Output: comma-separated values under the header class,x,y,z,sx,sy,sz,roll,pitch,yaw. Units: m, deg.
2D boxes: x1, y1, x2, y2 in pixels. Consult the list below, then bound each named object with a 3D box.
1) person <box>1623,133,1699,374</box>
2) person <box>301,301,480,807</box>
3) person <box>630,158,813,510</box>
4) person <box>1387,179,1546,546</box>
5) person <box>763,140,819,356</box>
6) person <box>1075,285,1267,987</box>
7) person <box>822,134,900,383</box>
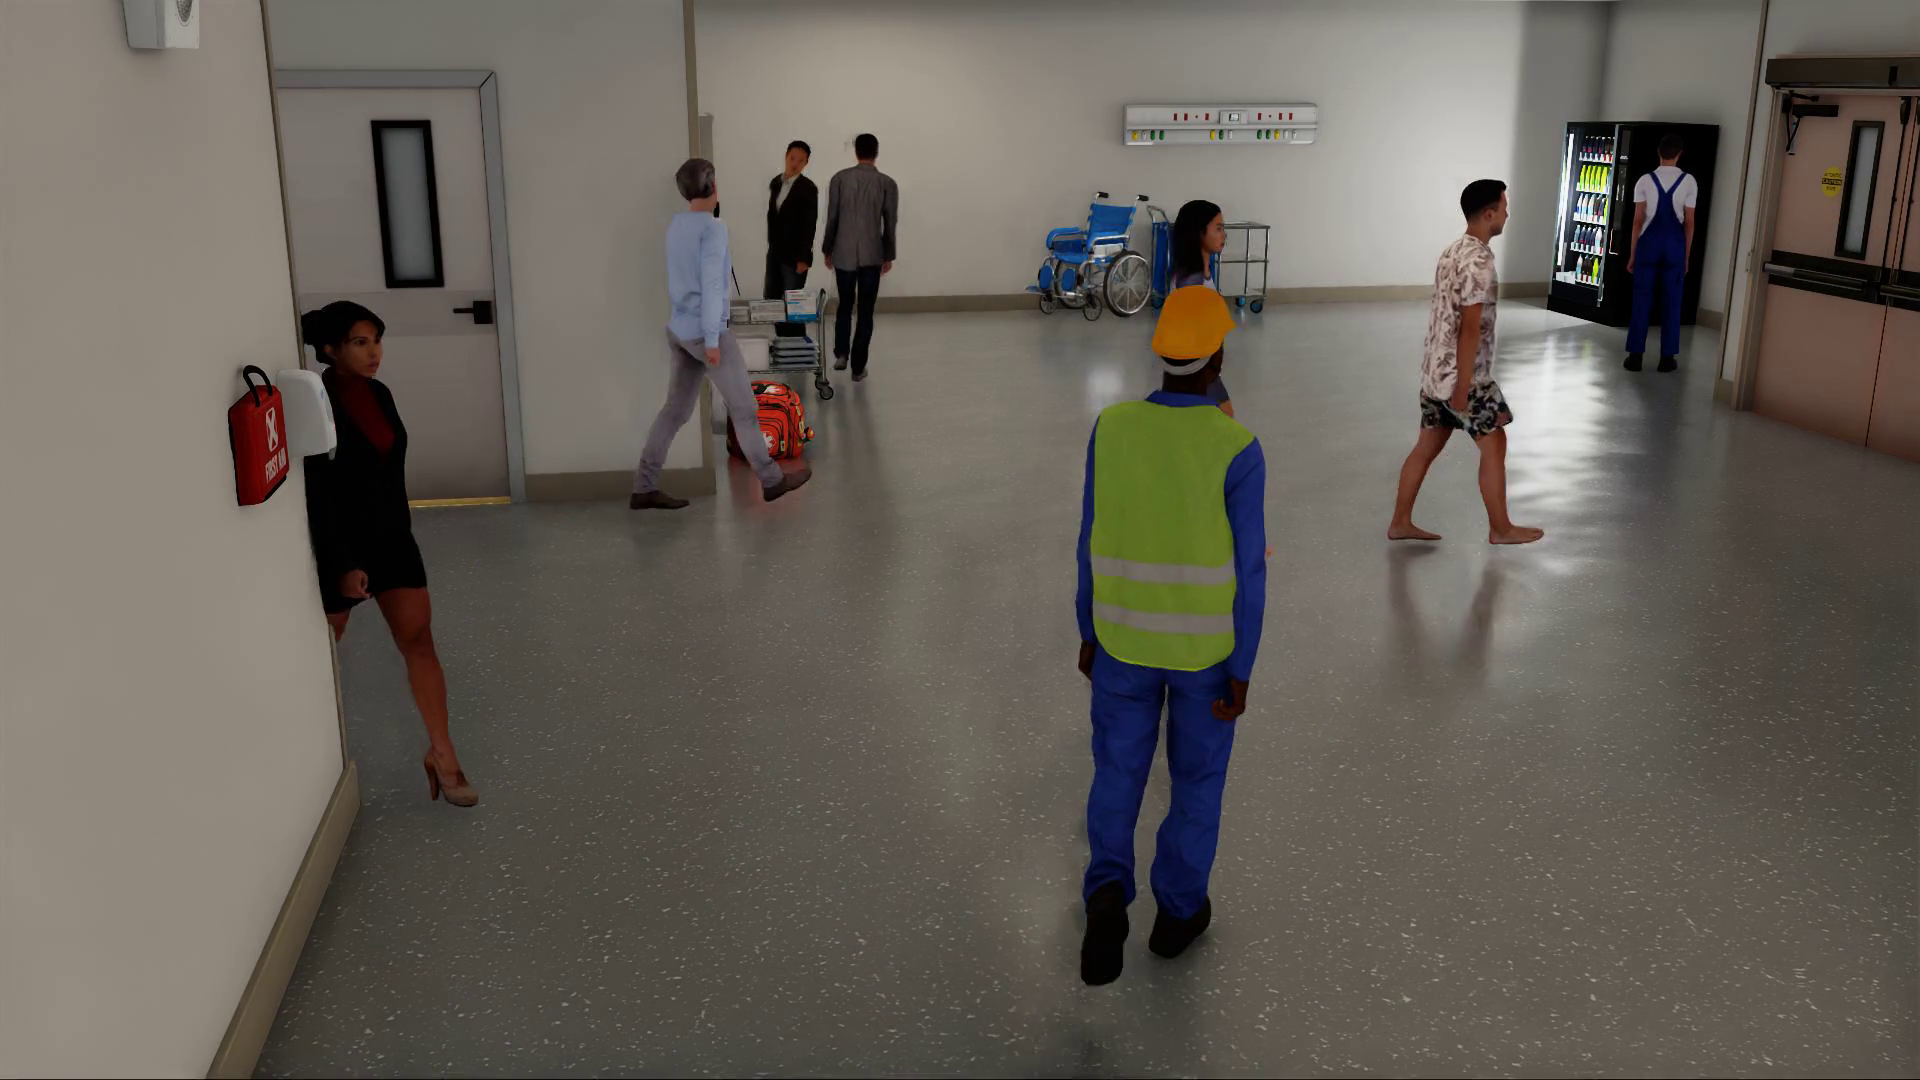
class,x,y,z,sx,sy,sz,roll,pitch,yaw
person,5.507,-2.262,13.091,0.726,1.849,0.752,6,17,22
person,-1.966,0.081,5.246,1.034,1.596,0.991,10,19,31
person,-1.438,-1.007,8.682,1.102,1.825,1.294,-9,18,-30
person,2.343,-0.825,8.106,0.791,1.787,0.922,-2,16,-7
person,-1.353,-2.275,13.303,0.959,1.759,0.838,-11,19,-34
person,0.490,0.282,4.162,0.938,1.799,1.099,6,17,19
person,-0.763,-2.109,12.568,0.806,1.838,0.755,0,16,1
